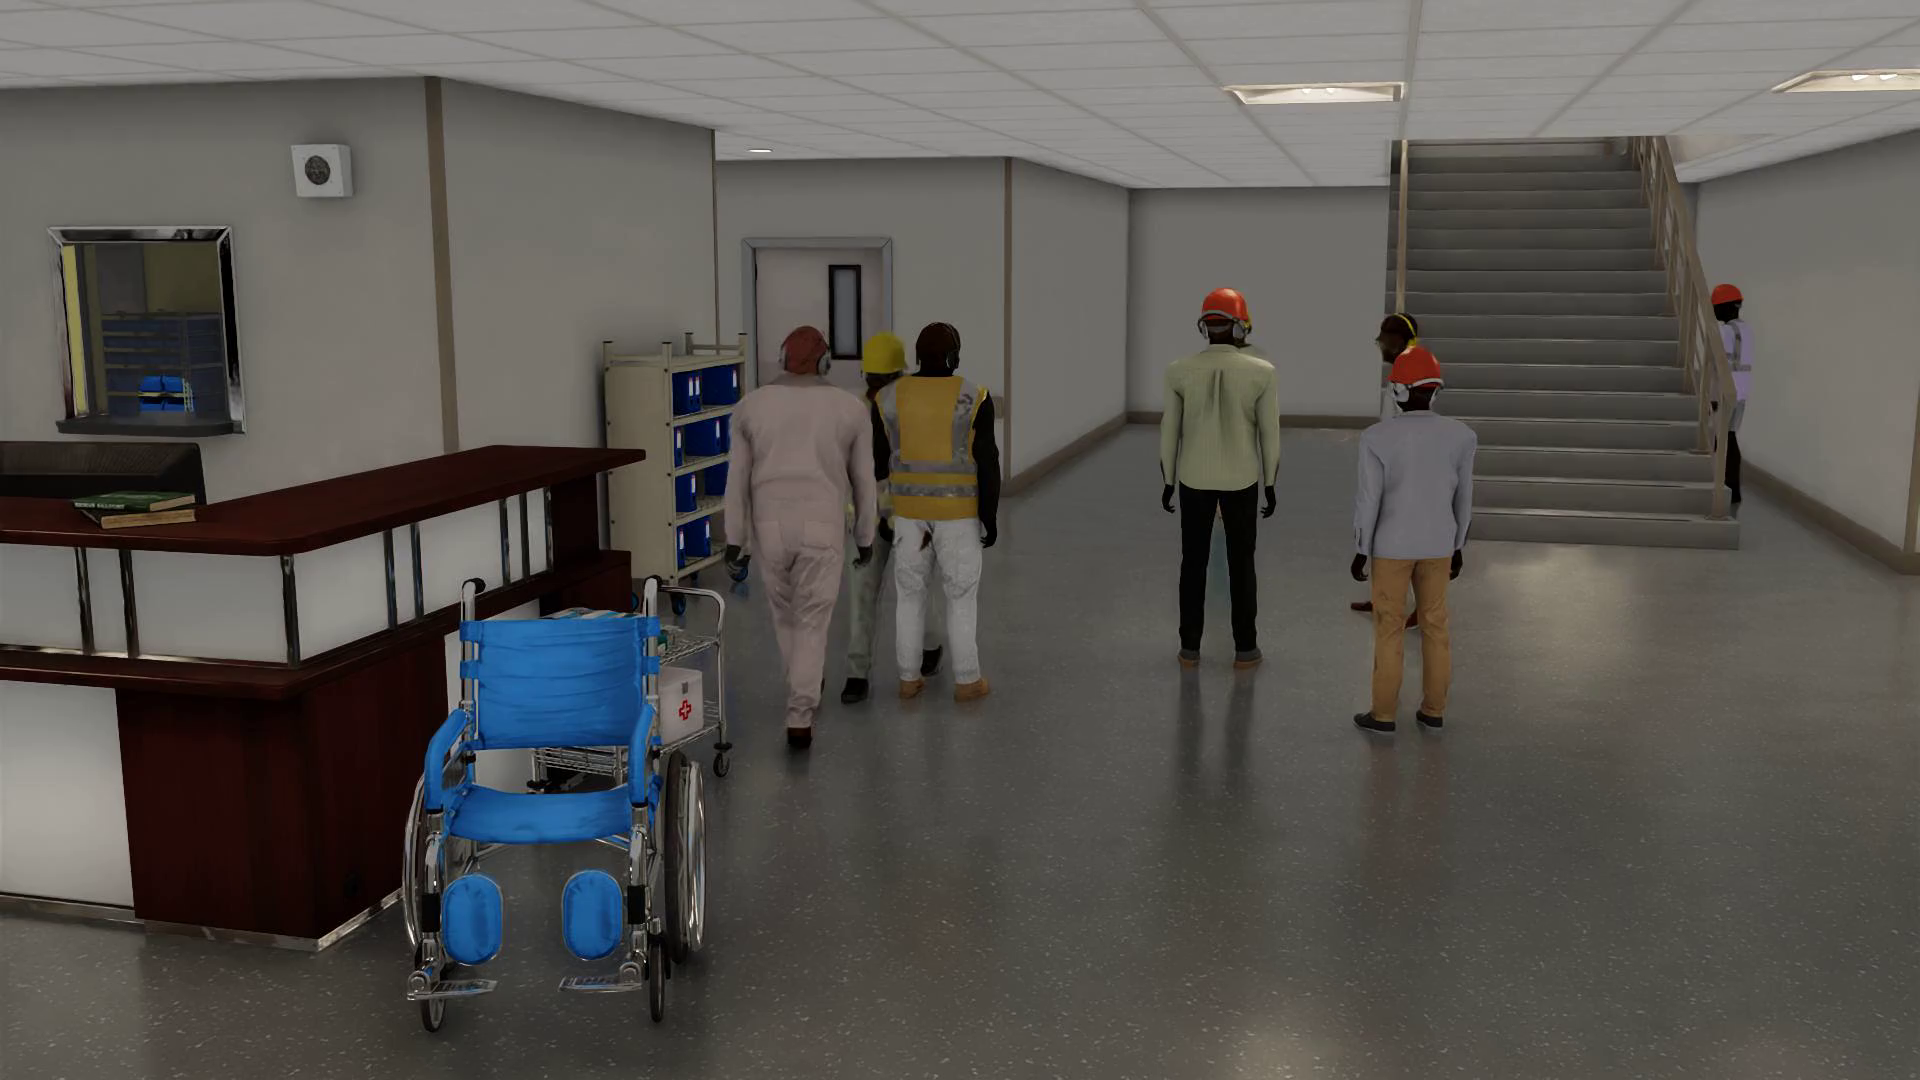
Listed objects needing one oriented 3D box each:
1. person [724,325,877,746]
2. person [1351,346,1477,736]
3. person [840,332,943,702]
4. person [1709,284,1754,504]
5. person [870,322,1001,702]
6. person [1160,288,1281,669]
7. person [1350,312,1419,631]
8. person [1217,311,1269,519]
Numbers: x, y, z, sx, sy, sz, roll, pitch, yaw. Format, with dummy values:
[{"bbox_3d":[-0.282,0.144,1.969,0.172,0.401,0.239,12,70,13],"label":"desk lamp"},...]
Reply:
[{"bbox_3d":[-0.713,-0.037,7.526,0.659,1.848,1.054,1,10,6],"label":"person"},{"bbox_3d":[2.027,0.007,7.500,0.566,1.755,0.321,-2,10,-12],"label":"person"},{"bbox_3d":[-0.320,-0.139,8.288,0.598,1.798,0.844,3,10,18],"label":"person"},{"bbox_3d":[6.736,-1.273,14.580,0.615,1.914,0.500,-9,13,-43],"label":"person"},{"bbox_3d":[-0.107,-0.132,8.081,0.634,1.841,0.429,3,10,15],"label":"person"},{"bbox_3d":[1.361,-0.317,8.719,0.621,1.990,0.396,2,10,13],"label":"person"},{"bbox_3d":[2.608,-0.409,9.731,0.612,1.844,0.648,5,11,25],"label":"person"},{"bbox_3d":[2.279,-1.029,13.614,0.558,1.747,0.422,0,10,1],"label":"person"}]
